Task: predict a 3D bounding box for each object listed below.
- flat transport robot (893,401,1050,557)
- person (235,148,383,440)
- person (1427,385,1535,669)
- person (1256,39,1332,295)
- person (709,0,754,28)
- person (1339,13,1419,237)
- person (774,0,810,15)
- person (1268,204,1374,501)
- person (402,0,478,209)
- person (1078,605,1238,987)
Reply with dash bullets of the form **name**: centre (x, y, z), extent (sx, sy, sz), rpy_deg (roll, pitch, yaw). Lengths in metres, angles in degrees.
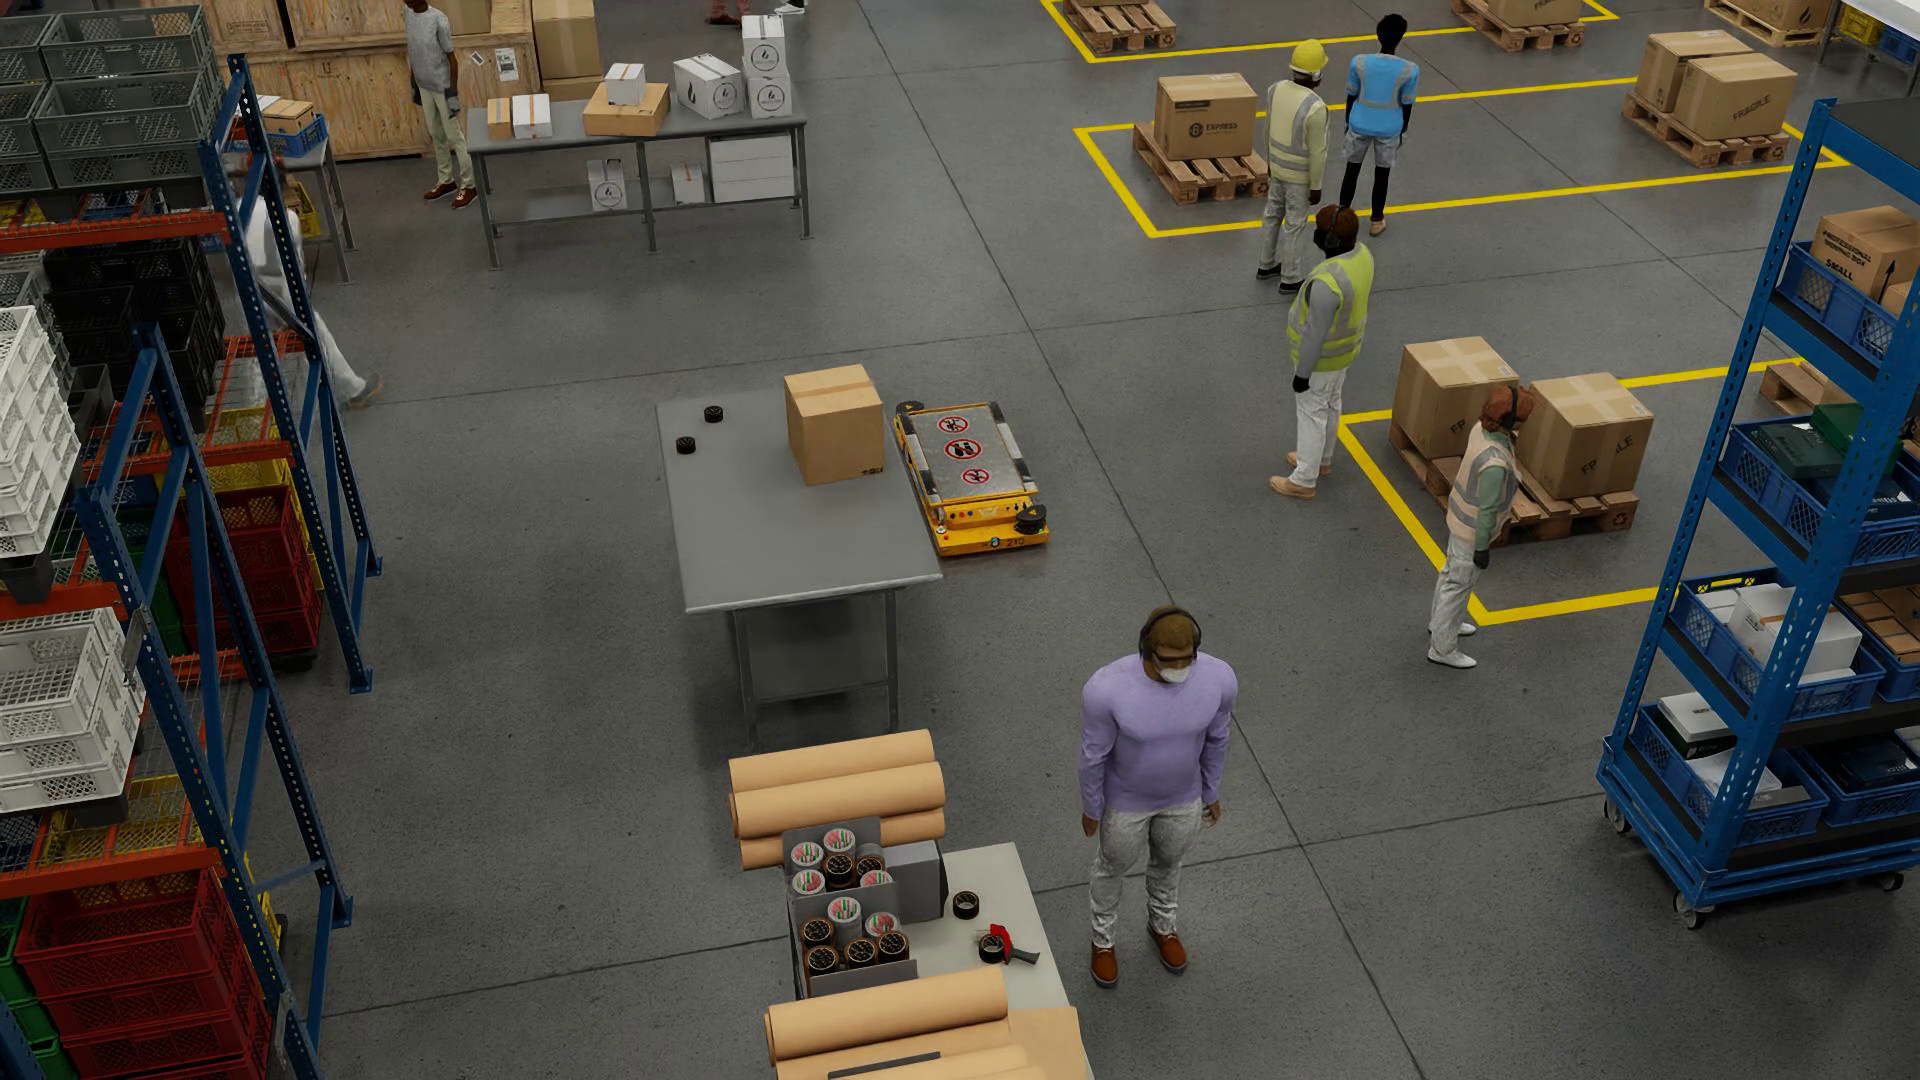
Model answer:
- **flat transport robot**: centre (0.046, -0.430, 10.108), extent (0.652, 0.197, 1.431), rpy_deg (-8, 37, -10)
- **person**: centre (-4.145, -1.510, 10.275), extent (0.610, 1.813, 0.987), rpy_deg (20, 41, 25)
- **person**: centre (2.633, -0.074, 8.499), extent (0.313, 1.634, 0.514), rpy_deg (6, 37, 8)
- **person**: centre (2.382, -2.635, 11.768), extent (0.404, 1.836, 0.600), rpy_deg (-18, 40, -22)
- **person**: centre (-2.239, -5.885, 16.109), extent (0.635, 1.876, 0.695), rpy_deg (4, 37, 5)
- **person**: centre (3.133, -3.110, 12.530), extent (0.527, 1.690, 0.318), rpy_deg (15, 39, 19)
- **person**: centre (-1.705, -6.218, 16.529), extent (0.407, 1.910, 0.607), rpy_deg (4, 37, 5)
- **person**: centre (2.109, -1.095, 9.706), extent (0.428, 1.835, 0.614), rpy_deg (21, 41, 26)
- **person**: centre (-4.088, -3.502, 12.909), extent (0.510, 1.870, 0.328), rpy_deg (21, 41, 25)
- **person**: centre (0.781, 1.036, 6.751), extent (0.632, 1.940, 0.372), rpy_deg (-8, 37, -10)
